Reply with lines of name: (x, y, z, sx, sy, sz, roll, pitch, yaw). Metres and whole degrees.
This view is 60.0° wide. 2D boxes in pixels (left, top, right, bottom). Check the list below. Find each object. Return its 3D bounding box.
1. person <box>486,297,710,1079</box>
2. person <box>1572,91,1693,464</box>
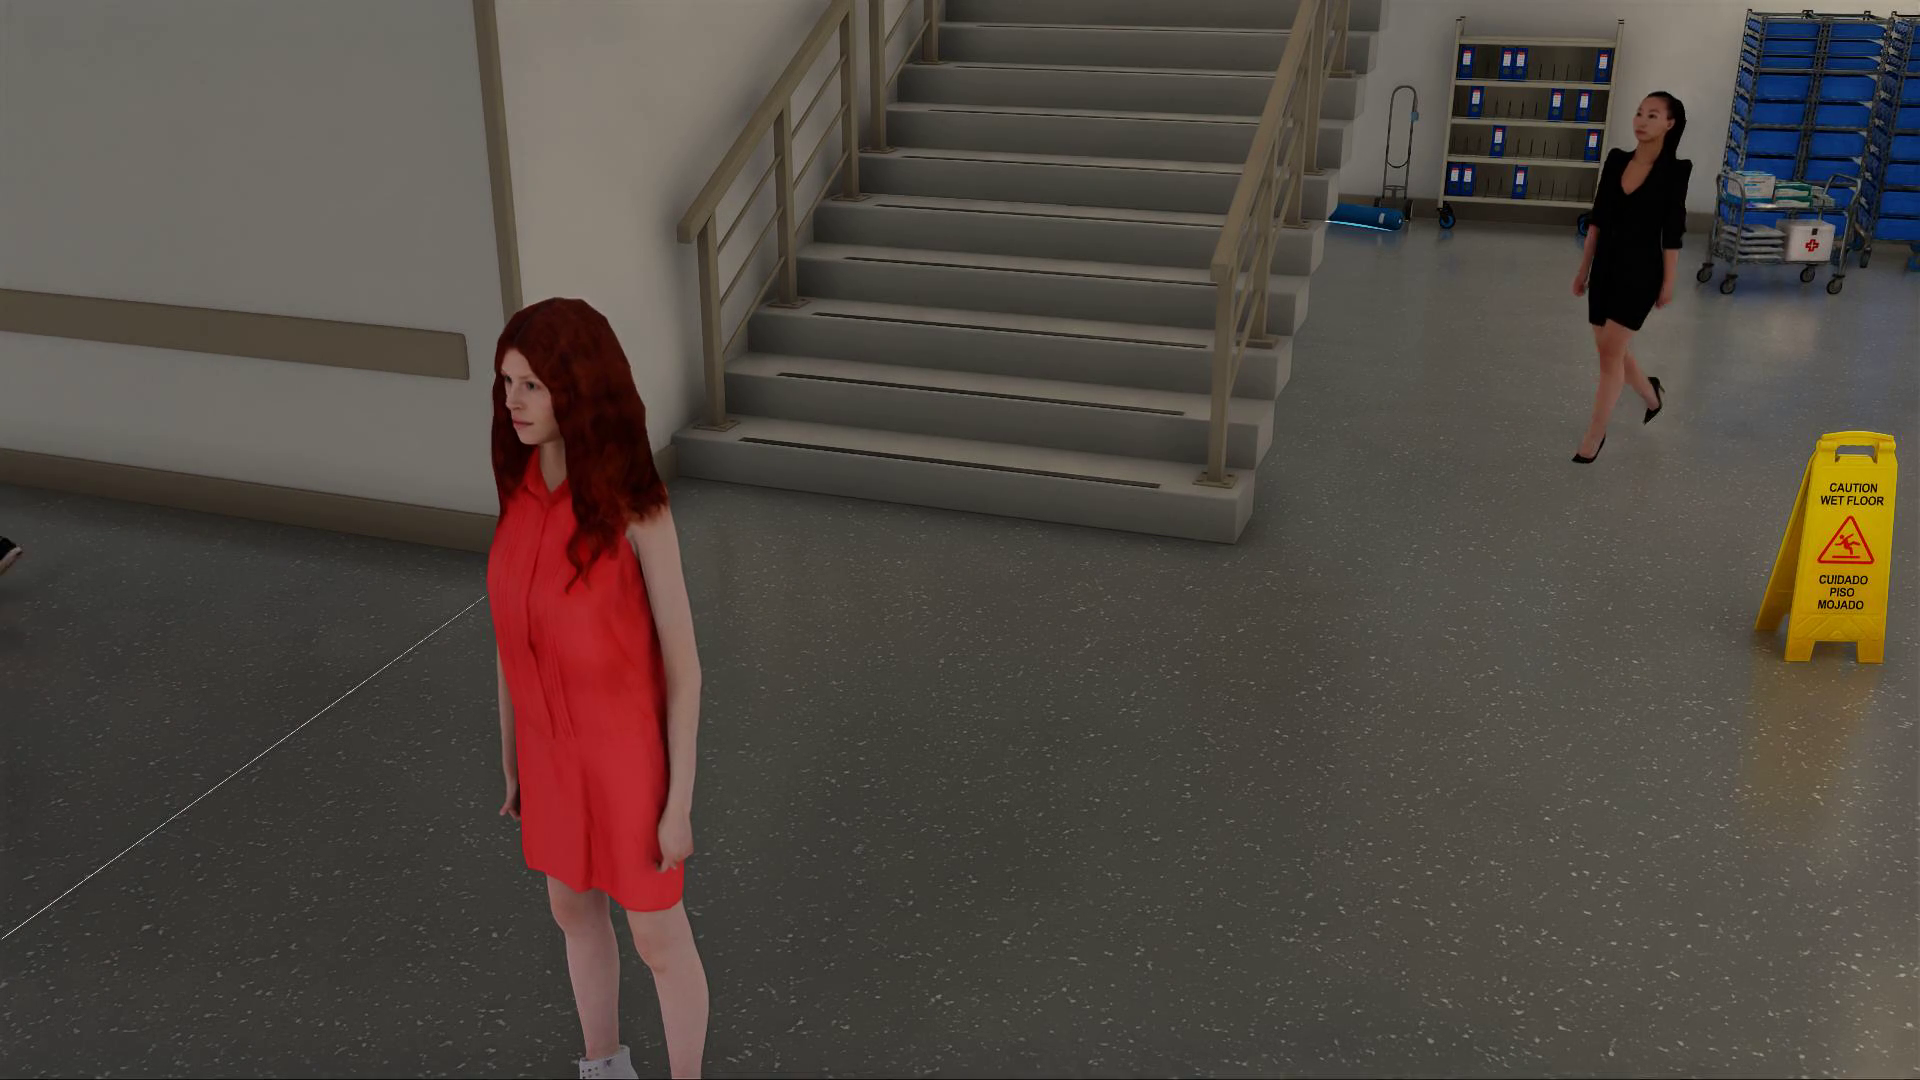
person: (-0.668, 0.441, 3.130, 0.654, 1.826, 0.592, 14, 25, 32)
person: (3.104, -1.186, 7.648, 1.076, 1.668, 0.950, -13, 24, -30)
